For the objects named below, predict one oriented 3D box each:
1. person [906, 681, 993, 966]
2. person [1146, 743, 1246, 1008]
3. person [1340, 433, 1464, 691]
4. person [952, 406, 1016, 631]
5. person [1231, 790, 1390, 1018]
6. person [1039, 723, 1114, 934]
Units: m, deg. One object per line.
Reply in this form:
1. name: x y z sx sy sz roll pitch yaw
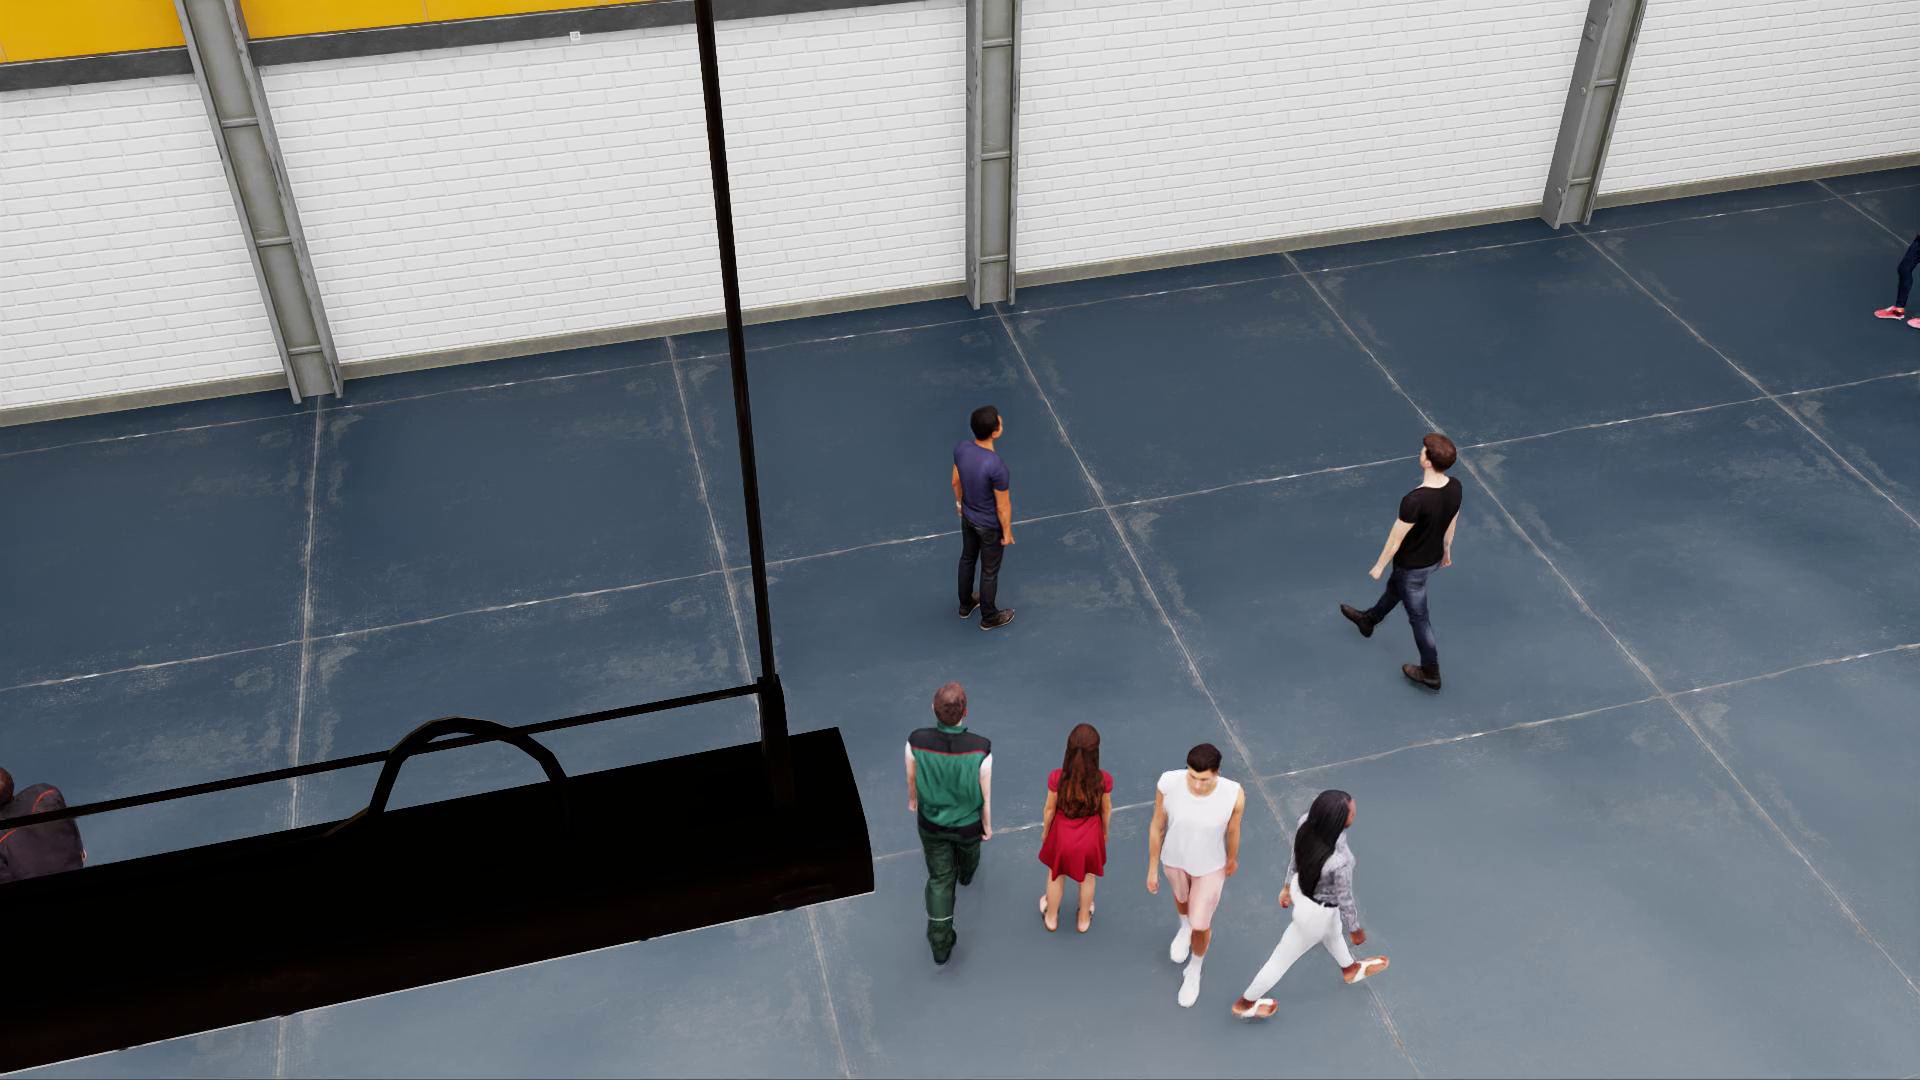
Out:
1. person: -0.072 1.592 9.257 1.189 1.795 1.004 5 39 7
2. person: 1.316 1.676 9.176 0.896 1.765 0.940 16 41 19
3. person: 3.075 0.193 10.964 1.237 1.851 1.071 -26 45 -28
4. person: 0.147 -0.155 11.447 0.720 1.792 0.711 30 48 32
5. person: 1.792 1.992 8.854 1.180 1.673 0.654 -6 39 -8
6. person: 0.650 1.646 9.385 0.598 1.550 0.666 -2 39 -2
